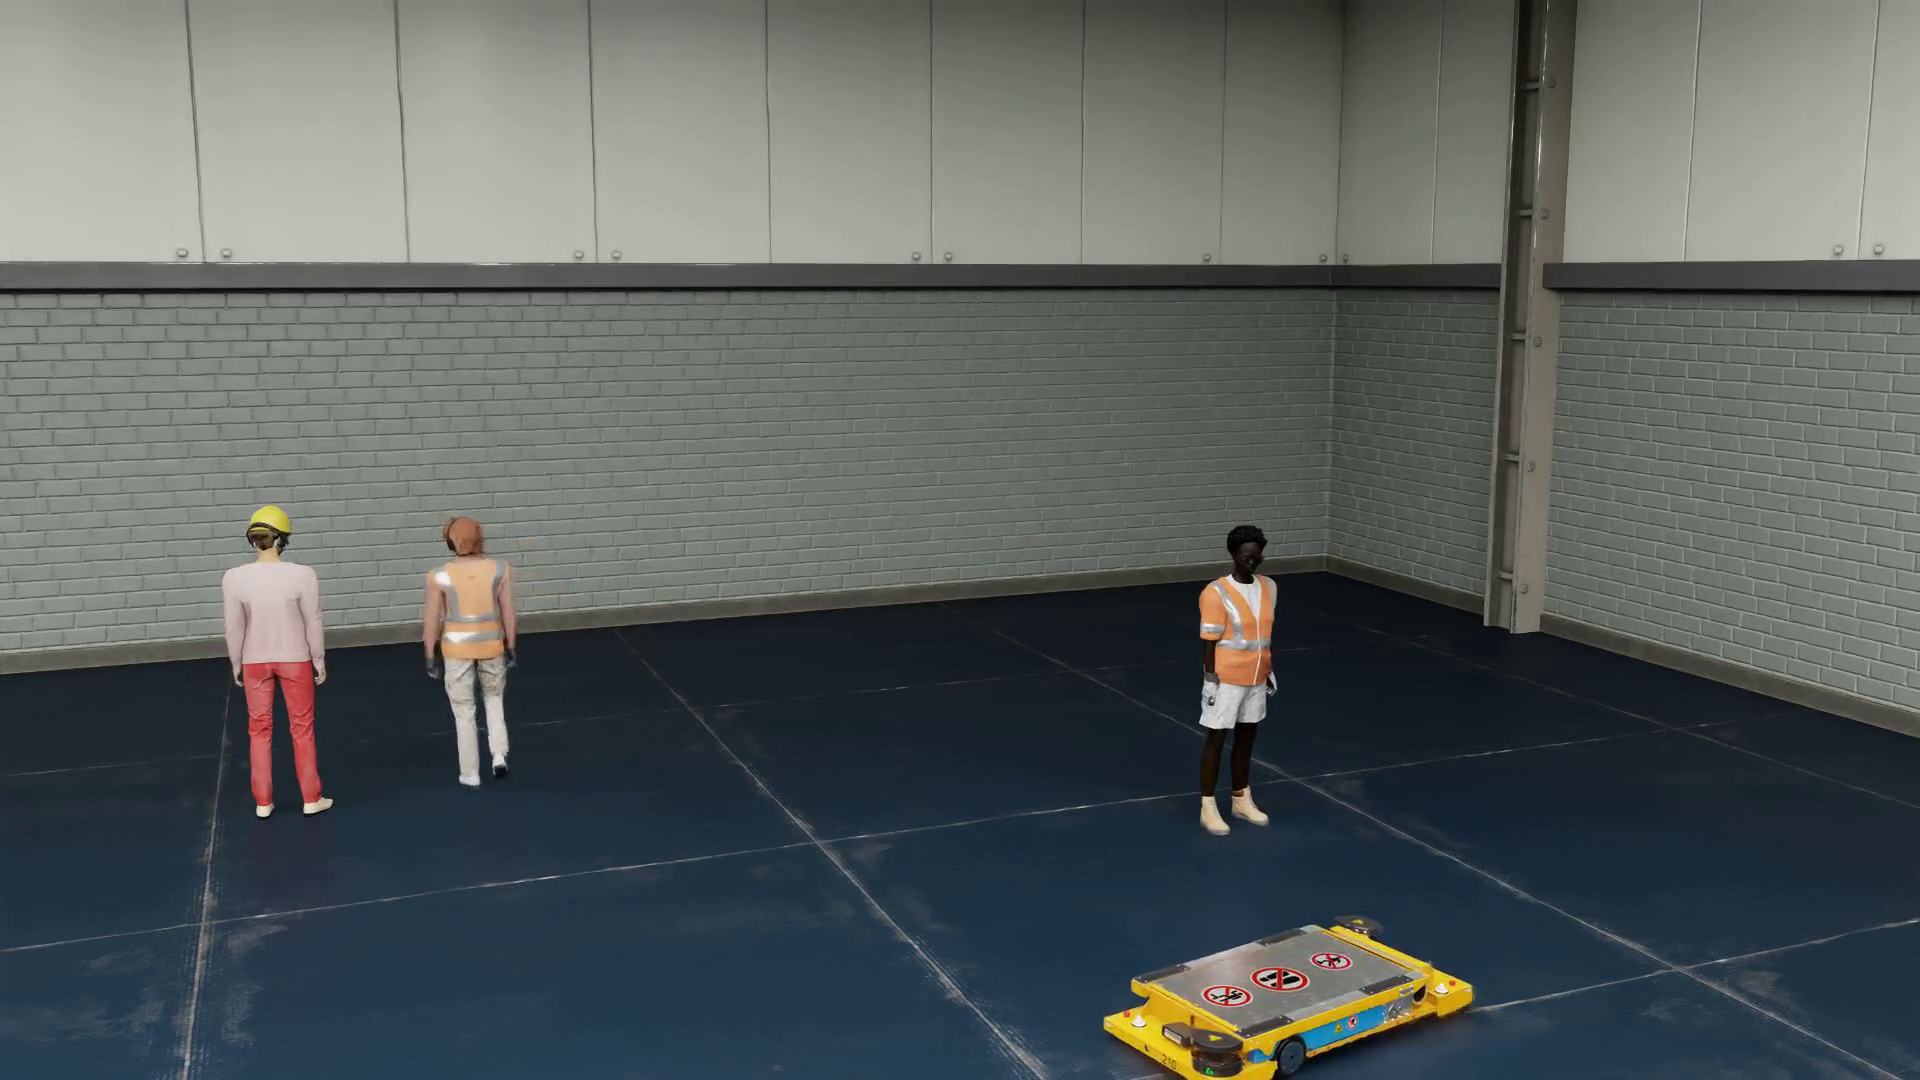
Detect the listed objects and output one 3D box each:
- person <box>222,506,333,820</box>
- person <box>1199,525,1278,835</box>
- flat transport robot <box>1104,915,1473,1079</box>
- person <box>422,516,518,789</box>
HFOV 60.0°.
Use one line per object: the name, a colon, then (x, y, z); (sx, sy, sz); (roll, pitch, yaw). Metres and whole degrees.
person: (-3.808, 0.687, 9.292); (0.523, 1.759, 0.332); (-1, 9, -7)
person: (1.523, 0.748, 9.085); (0.537, 1.698, 0.320); (-6, 11, -33)
flat transport robot: (1.340, 1.839, 6.710); (1.431, 0.197, 0.652); (-6, 11, -34)
person: (-2.881, 0.667, 9.789); (0.546, 1.626, 0.356); (-6, 11, -31)
